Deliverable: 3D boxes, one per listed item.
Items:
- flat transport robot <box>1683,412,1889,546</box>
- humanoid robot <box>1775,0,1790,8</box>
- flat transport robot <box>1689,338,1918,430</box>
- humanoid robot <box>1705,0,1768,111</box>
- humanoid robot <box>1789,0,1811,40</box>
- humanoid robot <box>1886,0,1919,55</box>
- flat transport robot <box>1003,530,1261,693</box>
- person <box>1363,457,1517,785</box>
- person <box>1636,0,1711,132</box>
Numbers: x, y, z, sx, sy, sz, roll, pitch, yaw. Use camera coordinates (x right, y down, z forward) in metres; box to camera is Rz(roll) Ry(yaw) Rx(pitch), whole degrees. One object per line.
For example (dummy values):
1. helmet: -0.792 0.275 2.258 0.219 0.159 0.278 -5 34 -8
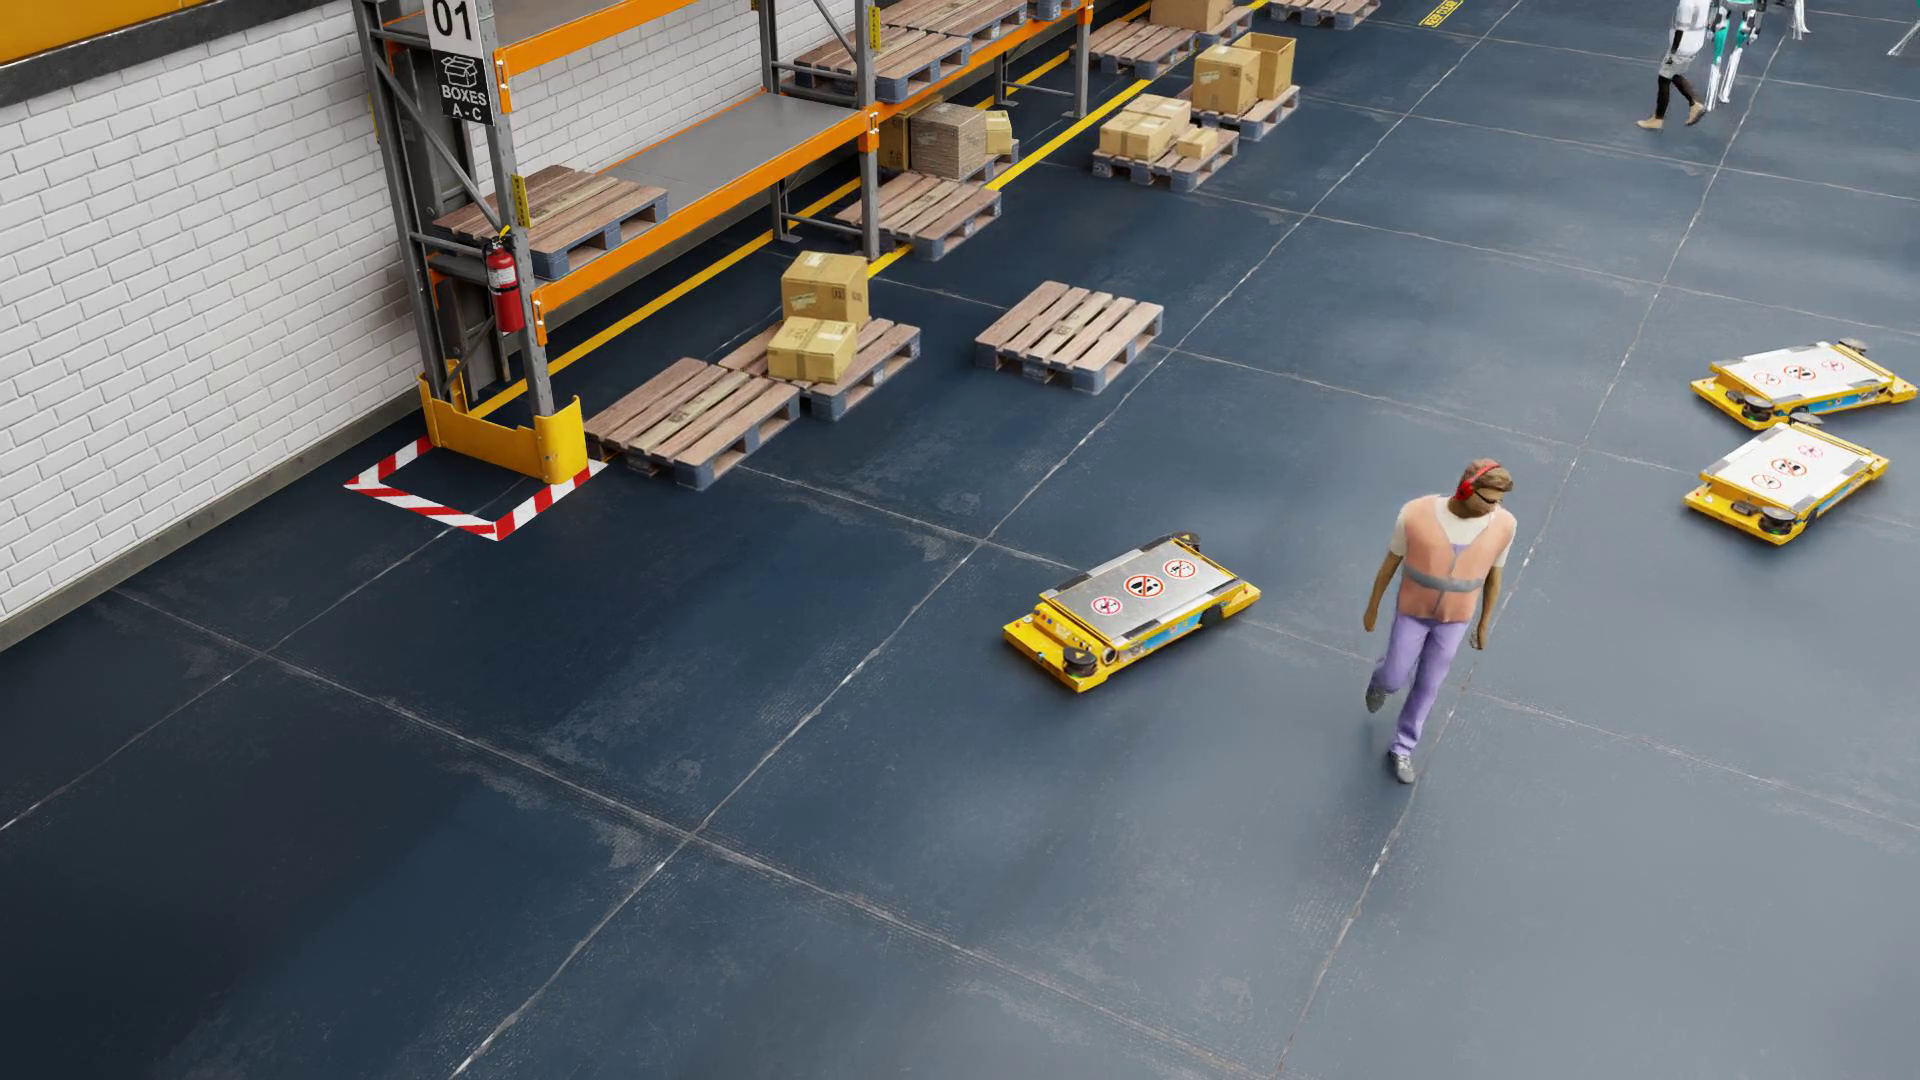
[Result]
1. flat transport robot: 5.369 -0.410 10.768 1.431 0.231 0.659 -25 41 -33
2. humanoid robot: 9.946 -7.212 19.791 0.601 1.642 0.462 -11 35 -16
3. flat transport robot: 6.003 -1.109 11.826 1.431 0.231 0.659 -11 35 -16
4. humanoid robot: 7.781 -5.180 16.687 0.555 1.815 0.757 18 38 25
5. humanoid robot: 9.635 -6.533 18.739 0.534 1.846 0.704 -17 37 -24
6. humanoid robot: 10.627 -6.035 18.003 0.791 1.811 0.531 -1 33 -2
7. flat transport robot: 1.002 0.386 9.564 1.431 0.231 0.659 -23 40 -31
8. person: 2.329 0.342 8.237 0.648 1.801 0.586 3 34 5
9. person: 7.015 -4.752 16.047 0.511 1.677 0.531 29 43 36
